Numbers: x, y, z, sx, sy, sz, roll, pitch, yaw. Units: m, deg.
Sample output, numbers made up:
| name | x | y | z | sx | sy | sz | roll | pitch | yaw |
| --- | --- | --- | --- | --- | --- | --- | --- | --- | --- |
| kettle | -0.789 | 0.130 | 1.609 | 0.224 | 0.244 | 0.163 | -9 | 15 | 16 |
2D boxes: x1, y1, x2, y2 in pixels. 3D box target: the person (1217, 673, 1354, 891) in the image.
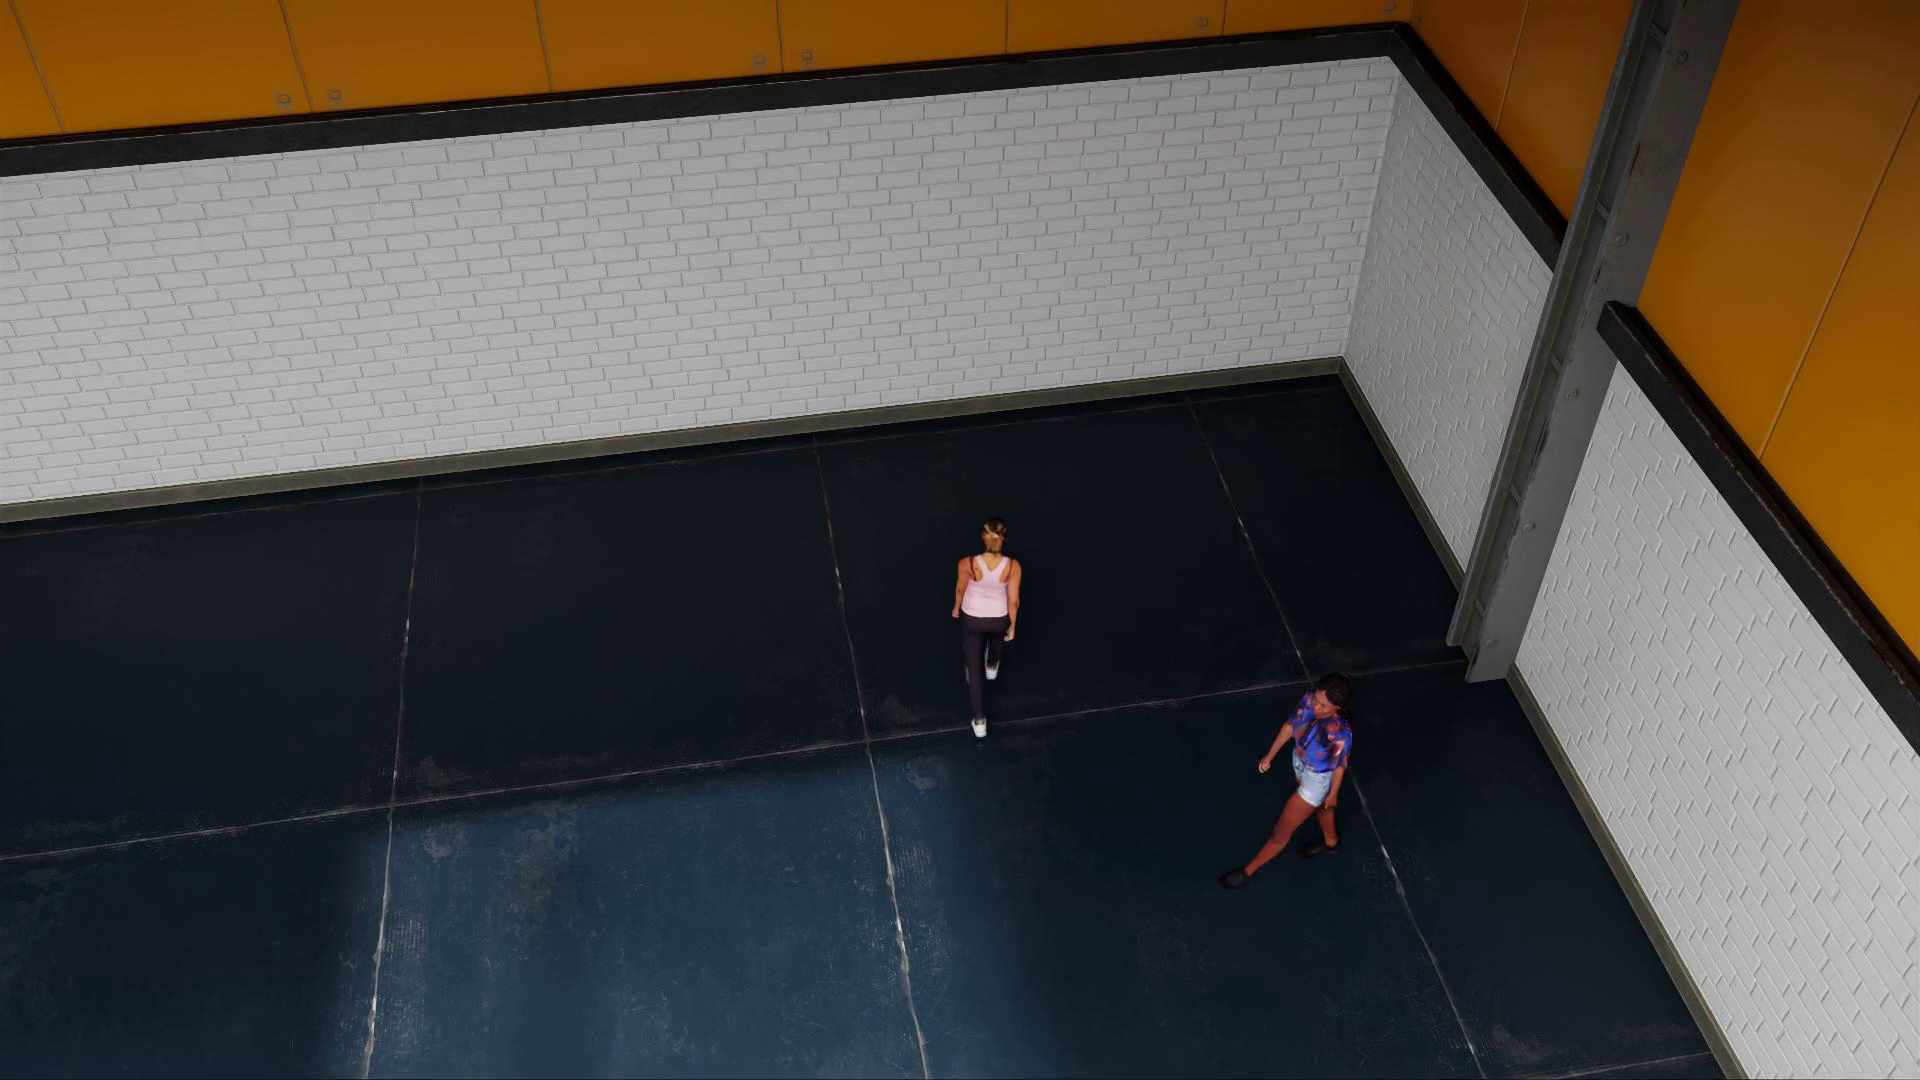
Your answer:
| name | x | y | z | sx | sy | sz | roll | pitch | yaw |
| --- | --- | --- | --- | --- | --- | --- | --- | --- | --- |
| person | 2.100 | 1.334 | 9.514 | 0.751 | 1.704 | 1.057 | -12 | 45 | -12 |

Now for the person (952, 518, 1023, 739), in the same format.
| name | x | y | z | sx | sy | sz | roll | pitch | yaw |
| --- | --- | --- | --- | --- | --- | --- | --- | --- | --- |
| person | 0.159 | 0.545 | 10.404 | 0.666 | 1.618 | 1.080 | -2 | 44 | -2 |
